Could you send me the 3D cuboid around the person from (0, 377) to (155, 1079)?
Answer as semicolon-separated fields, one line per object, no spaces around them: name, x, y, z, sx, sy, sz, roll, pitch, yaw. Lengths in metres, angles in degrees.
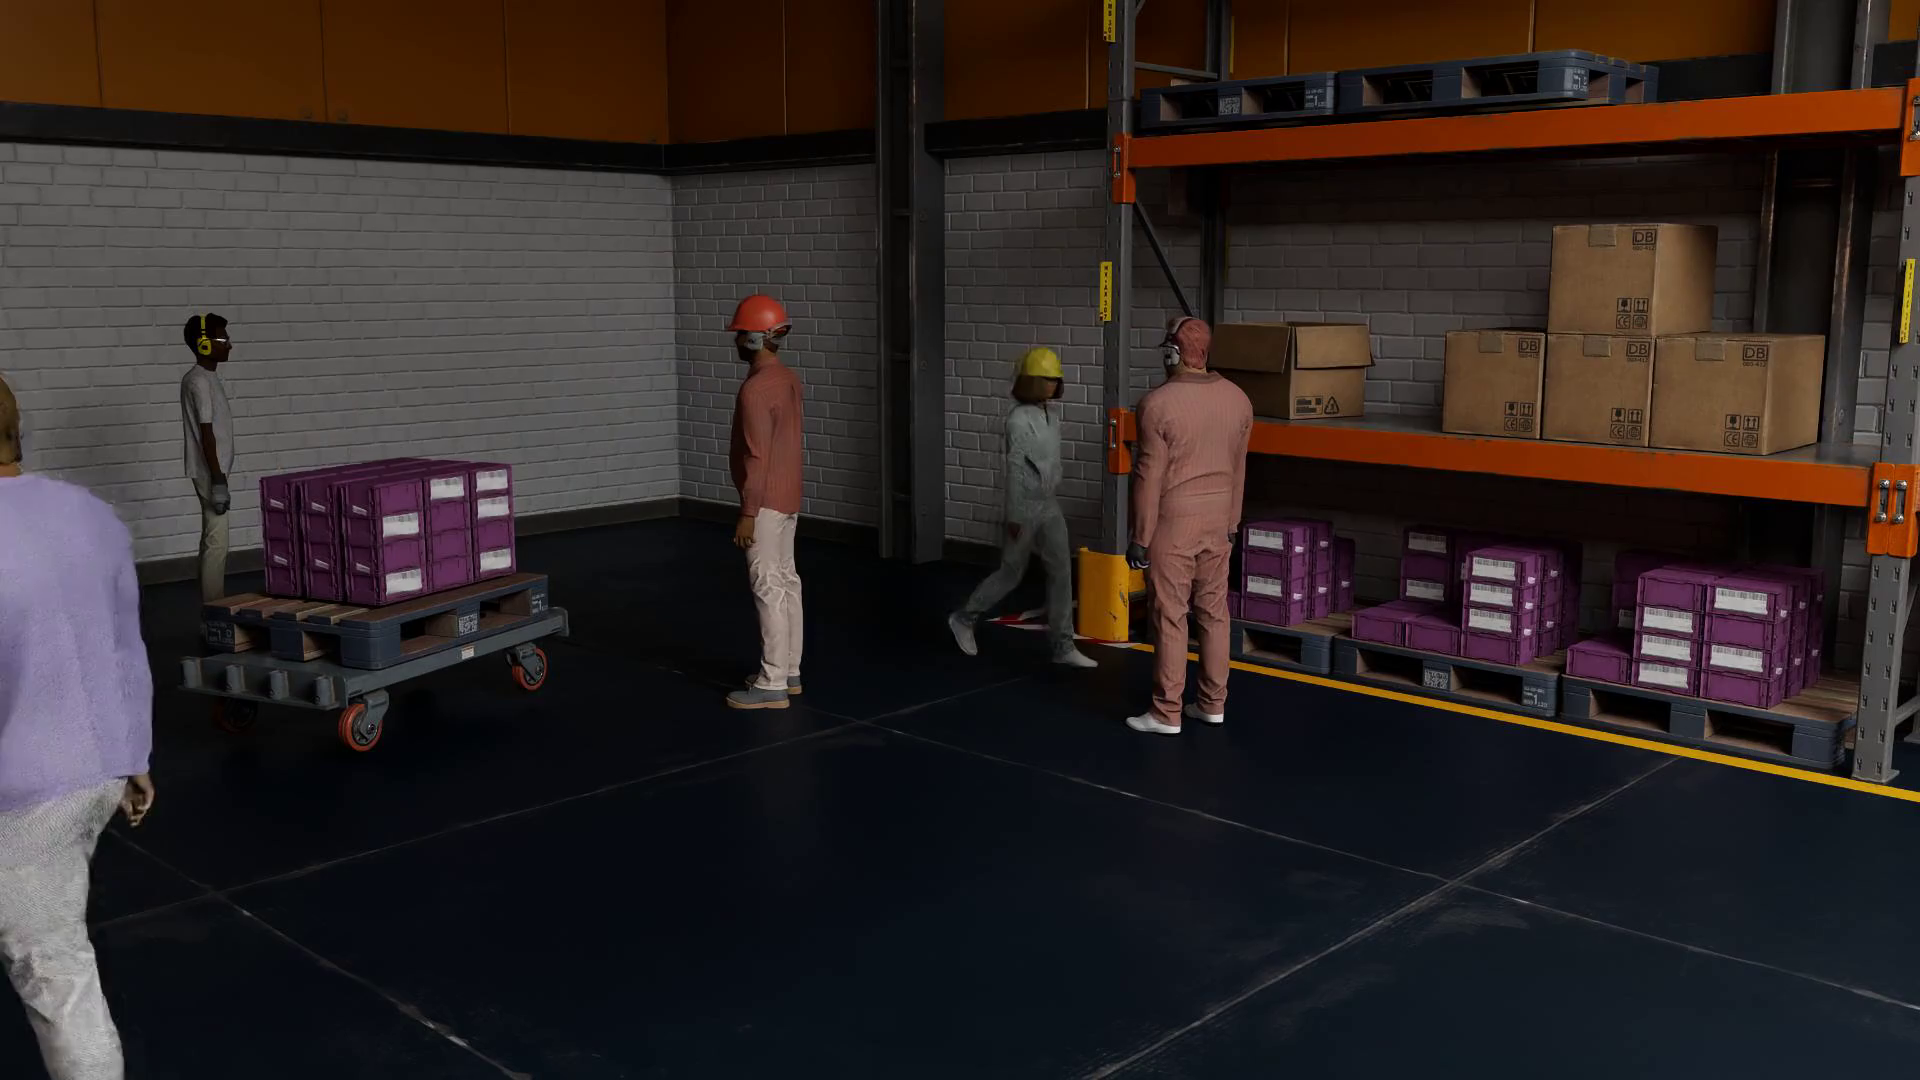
person;-2.077;0.571;3.690;0.563;1.909;0.663;1;9;4

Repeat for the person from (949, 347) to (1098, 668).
person;0.331;-0.179;8.917;0.802;1.717;0.492;6;11;32

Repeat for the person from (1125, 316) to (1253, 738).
person;1.015;-0.060;7.585;0.643;1.912;0.410;-6;11;-34

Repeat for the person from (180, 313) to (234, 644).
person;-4.223;-0.345;9.454;0.329;1.872;0.508;-5;11;-28

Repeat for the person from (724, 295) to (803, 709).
person;-0.944;-0.182;8.068;0.382;1.995;0.612;2;9;11
